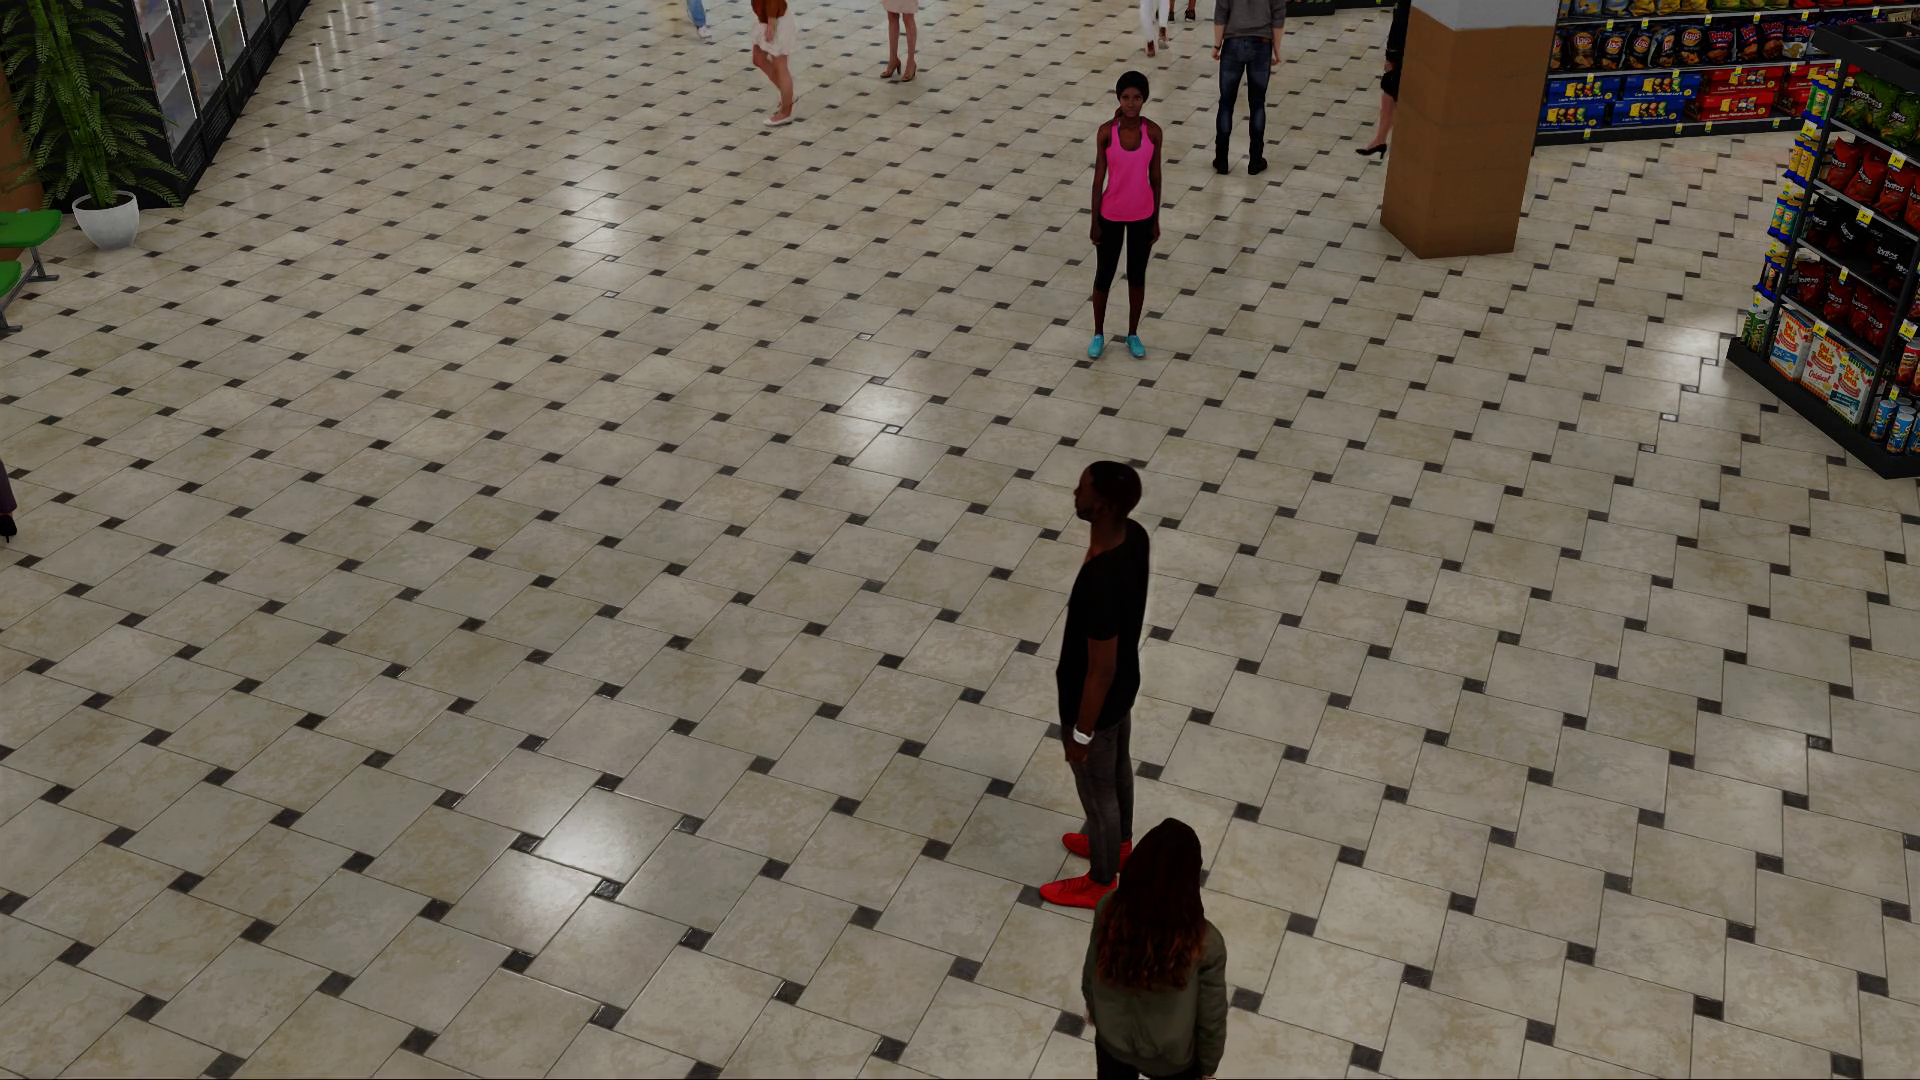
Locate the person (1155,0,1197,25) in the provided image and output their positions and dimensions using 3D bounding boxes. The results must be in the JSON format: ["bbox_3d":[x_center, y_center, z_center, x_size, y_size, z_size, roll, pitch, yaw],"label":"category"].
[{"bbox_3d":[2.195,-6.021,16.256,0.516,1.862,0.728,-7,32,-10],"label":"person"}]

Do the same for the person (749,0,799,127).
[{"bbox_3d":[-1.428,-4.223,13.514,0.715,1.706,0.689,-12,34,-19],"label":"person"}]

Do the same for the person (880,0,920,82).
[{"bbox_3d":[-0.529,-4.935,14.630,0.688,1.735,0.749,21,37,29],"label":"person"}]

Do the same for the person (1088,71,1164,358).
[{"bbox_3d":[0.974,-1.897,9.759,0.528,1.723,0.662,-1,32,-1],"label":"person"}]

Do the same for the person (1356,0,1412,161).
[{"bbox_3d":[3.484,-3.593,12.560,1.155,1.643,1.099,18,36,27],"label":"person"}]

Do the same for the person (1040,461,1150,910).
[{"bbox_3d":[0.500,0.524,5.792,0.705,1.804,0.721,11,33,16],"label":"person"}]

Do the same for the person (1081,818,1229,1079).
[{"bbox_3d":[0.538,1.404,4.691,0.649,1.473,0.724,17,36,26],"label":"person"}]

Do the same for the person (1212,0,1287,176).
[{"bbox_3d":[2.154,-3.699,12.485,0.657,1.904,0.815,6,32,9],"label":"person"}]
